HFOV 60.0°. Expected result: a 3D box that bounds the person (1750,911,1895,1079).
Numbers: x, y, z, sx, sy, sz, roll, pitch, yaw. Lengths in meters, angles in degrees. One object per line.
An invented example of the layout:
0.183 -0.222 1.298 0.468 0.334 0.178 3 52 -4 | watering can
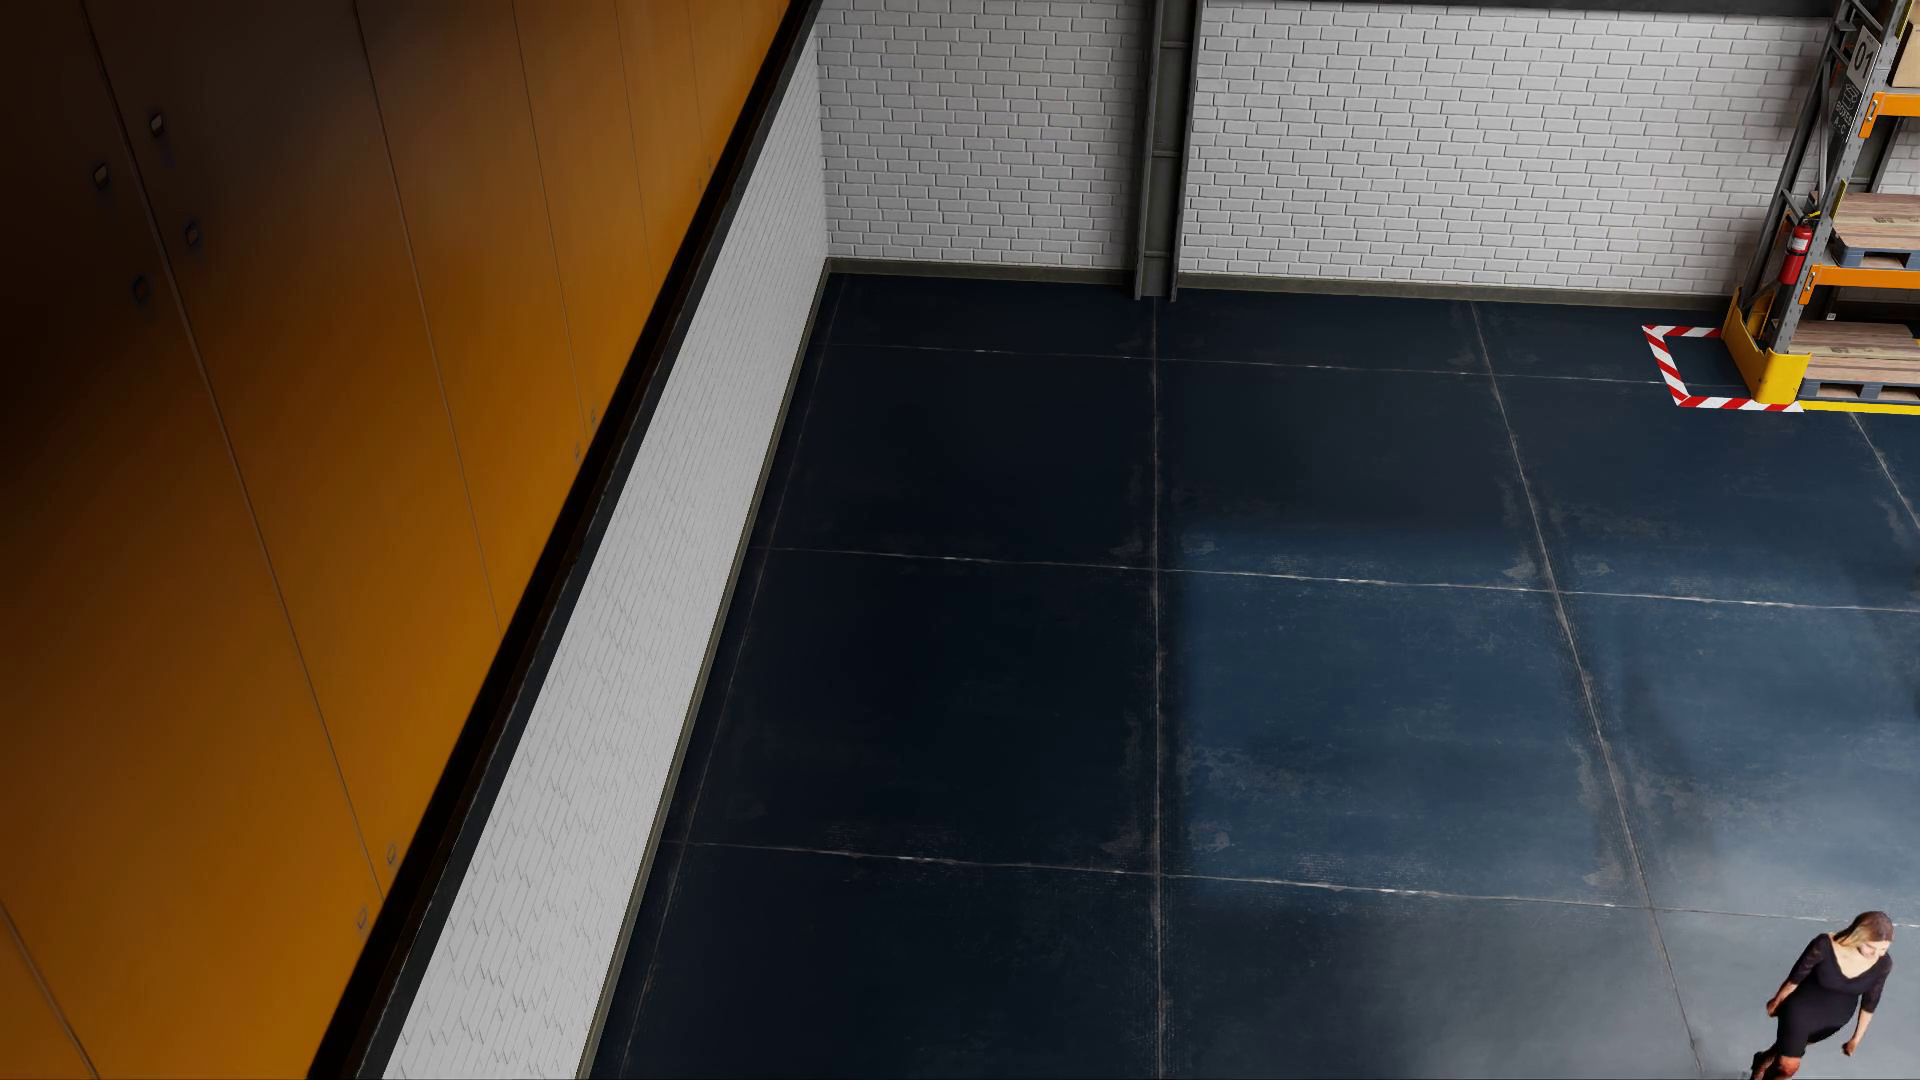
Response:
4.445 2.397 8.668 0.751 1.650 0.667 7 39 9 | person
